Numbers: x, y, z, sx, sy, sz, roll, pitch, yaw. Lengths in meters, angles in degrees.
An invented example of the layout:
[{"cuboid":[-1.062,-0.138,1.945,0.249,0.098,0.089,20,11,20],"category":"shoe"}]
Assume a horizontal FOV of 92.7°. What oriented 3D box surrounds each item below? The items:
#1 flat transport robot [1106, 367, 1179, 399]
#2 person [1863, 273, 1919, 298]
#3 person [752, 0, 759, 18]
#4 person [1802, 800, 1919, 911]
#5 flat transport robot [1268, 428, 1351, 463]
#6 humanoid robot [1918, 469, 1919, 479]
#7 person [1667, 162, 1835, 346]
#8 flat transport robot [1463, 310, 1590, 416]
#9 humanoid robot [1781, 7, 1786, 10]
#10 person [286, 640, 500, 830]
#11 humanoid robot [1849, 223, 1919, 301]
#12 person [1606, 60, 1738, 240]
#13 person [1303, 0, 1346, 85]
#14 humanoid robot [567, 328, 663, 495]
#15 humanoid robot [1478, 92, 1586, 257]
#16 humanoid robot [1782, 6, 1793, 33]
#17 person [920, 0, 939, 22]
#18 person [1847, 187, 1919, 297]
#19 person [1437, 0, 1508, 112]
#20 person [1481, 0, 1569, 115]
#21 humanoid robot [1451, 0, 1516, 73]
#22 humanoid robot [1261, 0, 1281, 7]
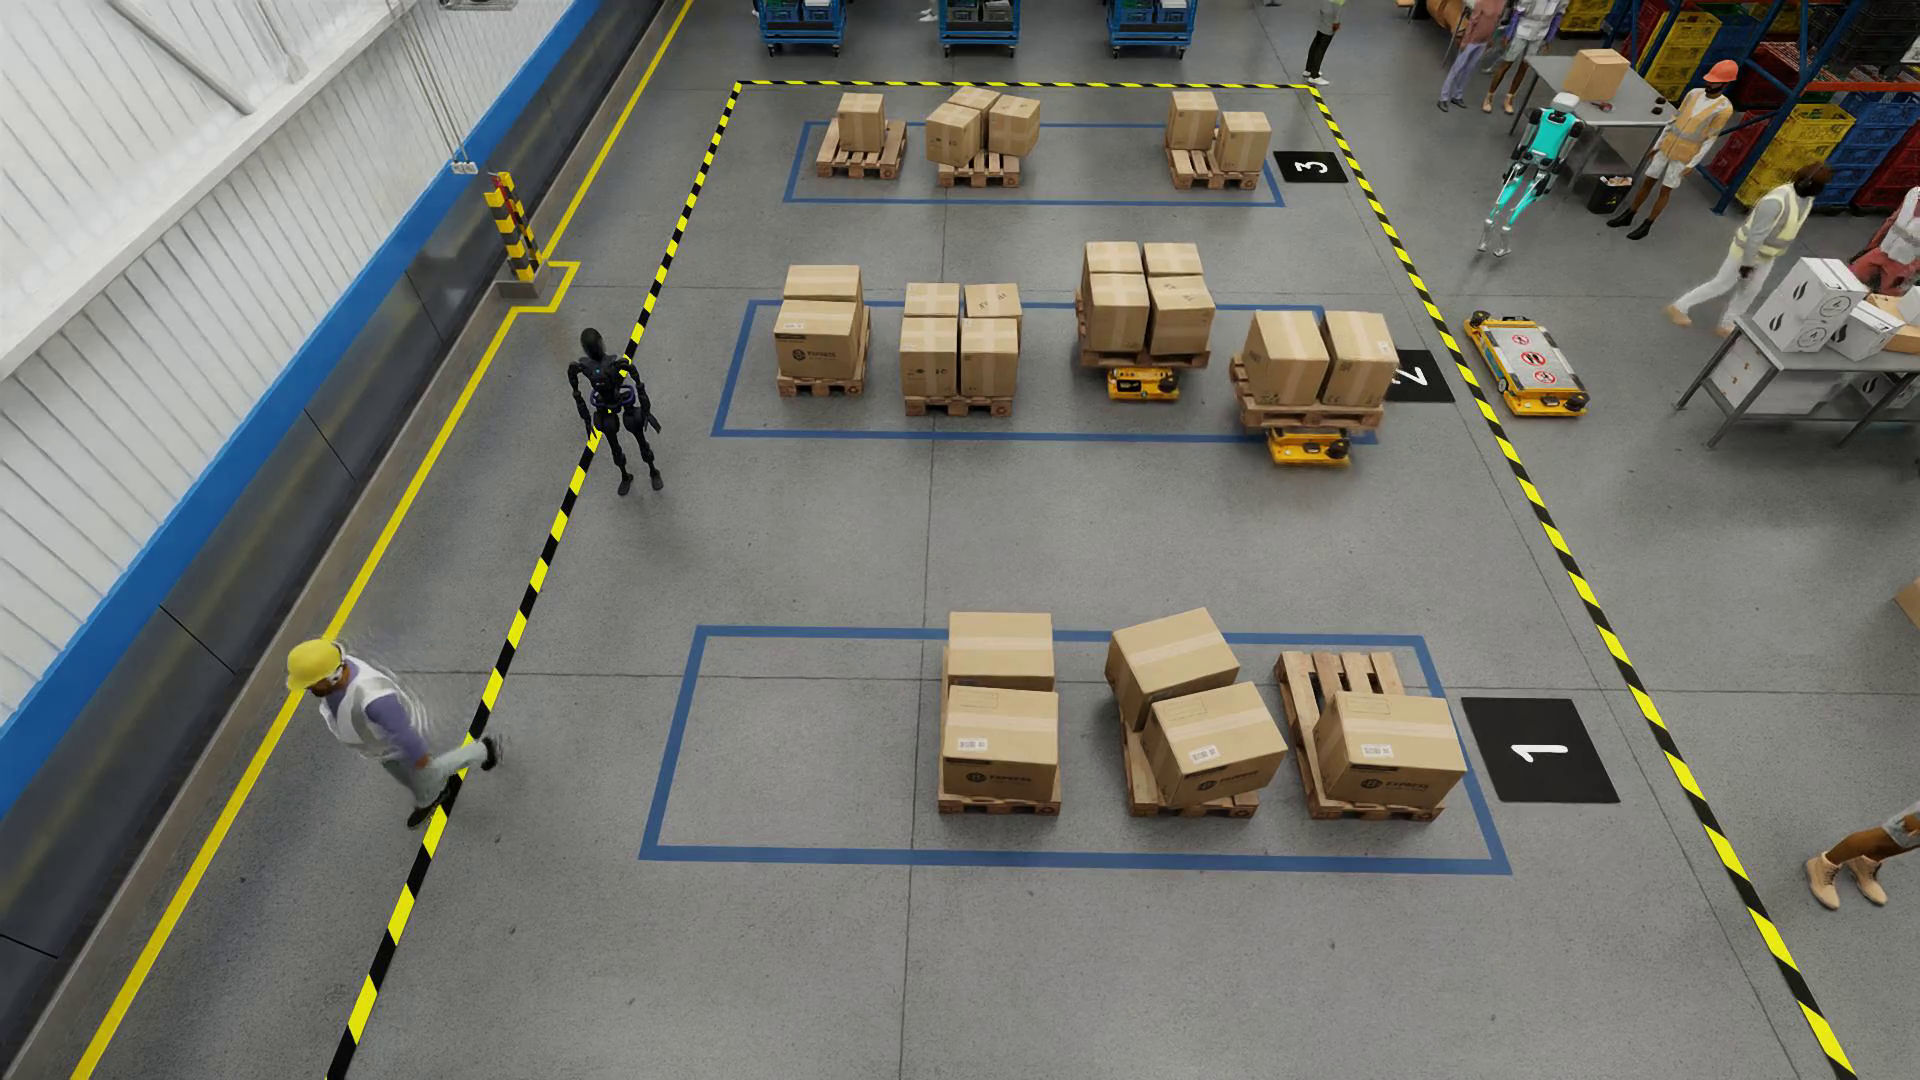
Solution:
[{"cuboid":[1.776,-1.955,9.207,0.652,0.197,1.431,1,49,1],"category":"flat transport robot"},{"cuboid":[10.064,-3.217,9.293,0.449,1.819,0.548,-29,55,-23],"category":"person"},{"cuboid":[-3.278,-9.368,14.582,0.515,1.873,0.327,-14,51,-12],"category":"person"},{"cuboid":[5.602,1.529,5.046,0.607,2.031,0.404,-1,49,-1],"category":"person"},{"cuboid":[3.162,-1.283,8.625,0.652,0.197,1.431,1,49,1],"category":"flat transport robot"},{"cuboid":[8.653,-1.099,7.563,0.577,1.637,0.609,0,49,0],"category":"humanoid robot"},{"cuboid":[7.750,-2.804,8.935,0.635,1.815,0.721,-16,51,-13],"category":"person"},{"cuboid":[5.573,-1.757,9.054,0.659,0.231,1.431,1,49,1],"category":"flat transport robot"},{"cuboid":[13.780,-9.599,14.900,0.315,1.657,0.599,4,49,4],"category":"humanoid robot"},{"cuboid":[-3.405,1.115,5.545,0.593,1.818,0.624,23,53,19],"category":"person"},{"cuboid":[9.281,-2.840,9.067,0.593,1.642,0.451,23,53,18],"category":"humanoid robot"},{"cuboid":[7.924,-4.290,10.143,0.354,1.936,0.550,-16,51,-14],"category":"person"},{"cuboid":[5.265,-7.441,12.926,0.374,1.852,0.588,0,49,0],"category":"person"},{"cuboid":[-2.786,-1.031,7.482,0.599,1.659,0.315,-7,50,-6],"category":"humanoid robot"},{"cuboid":[5.983,-3.808,9.768,0.735,1.680,0.533,-35,58,-27],"category":"humanoid robot"},{"cuboid":[13.309,-8.743,14.159,0.599,1.657,0.315,-10,50,-9],"category":"humanoid robot"},{"cuboid":[-0.507,-9.236,14.469,0.310,1.868,0.528,3,49,3],"category":"person"},{"cuboid":[8.926,-2.716,8.830,0.639,1.875,0.667,-7,50,-6],"category":"person"},{"cuboid":[6.987,-6.734,12.370,0.523,1.769,0.313,-15,51,-13],"category":"person"},{"cuboid":[7.595,-6.728,12.190,0.615,2.035,0.402,6,49,5],"category":"person"},{"cuboid":[7.782,-7.467,13.035,0.911,1.774,0.543,-1,49,-1],"category":"humanoid robot"},{"cuboid":[5.190,-9.554,14.879,0.492,1.643,0.608,-4,49,-3],"category":"humanoid robot"}]
